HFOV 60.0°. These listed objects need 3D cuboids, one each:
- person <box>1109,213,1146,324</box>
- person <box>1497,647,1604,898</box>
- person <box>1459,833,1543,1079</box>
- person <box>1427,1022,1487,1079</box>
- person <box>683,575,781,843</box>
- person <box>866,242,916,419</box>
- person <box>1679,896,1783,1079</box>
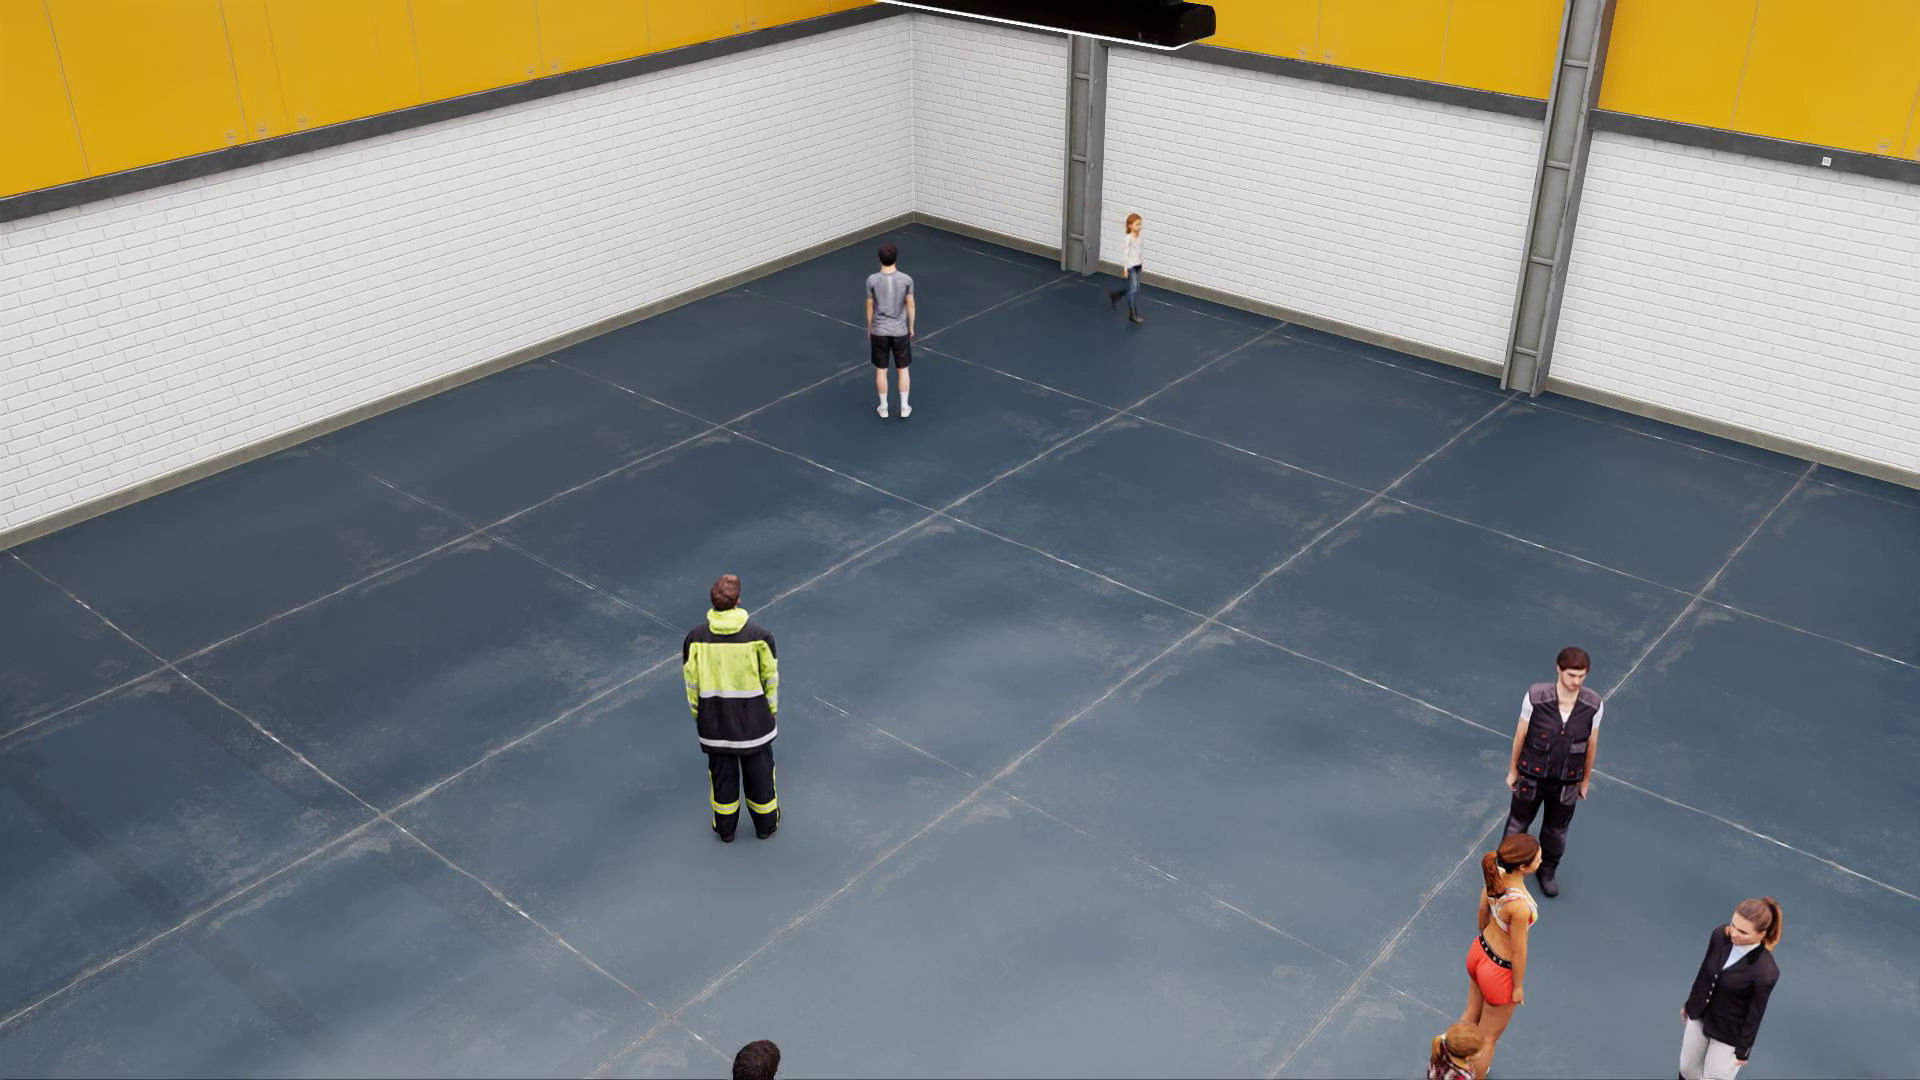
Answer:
[{"bbox_3d":[2.001,-3.231,19.695,0.515,1.305,0.795,-25,37,-37],"label":"person"},{"bbox_3d":[3.730,1.460,10.533,0.701,1.843,0.812,5,29,10],"label":"person"},{"bbox_3d":[2.901,2.319,9.013,0.743,1.791,0.673,-4,29,-8],"label":"person"},{"bbox_3d":[2.390,2.941,8.413,0.920,1.272,0.881,-4,29,-7],"label":"person"},{"bbox_3d":[-1.495,1.120,11.010,0.848,1.982,0.919,-1,29,-2],"label":"person"},{"bbox_3d":[-0.727,-2.149,17.122,0.712,1.869,0.787,0,29,0],"label":"person"},{"bbox_3d":[3.980,2.538,8.666,0.757,1.737,0.683,-9,30,-16],"label":"person"}]
